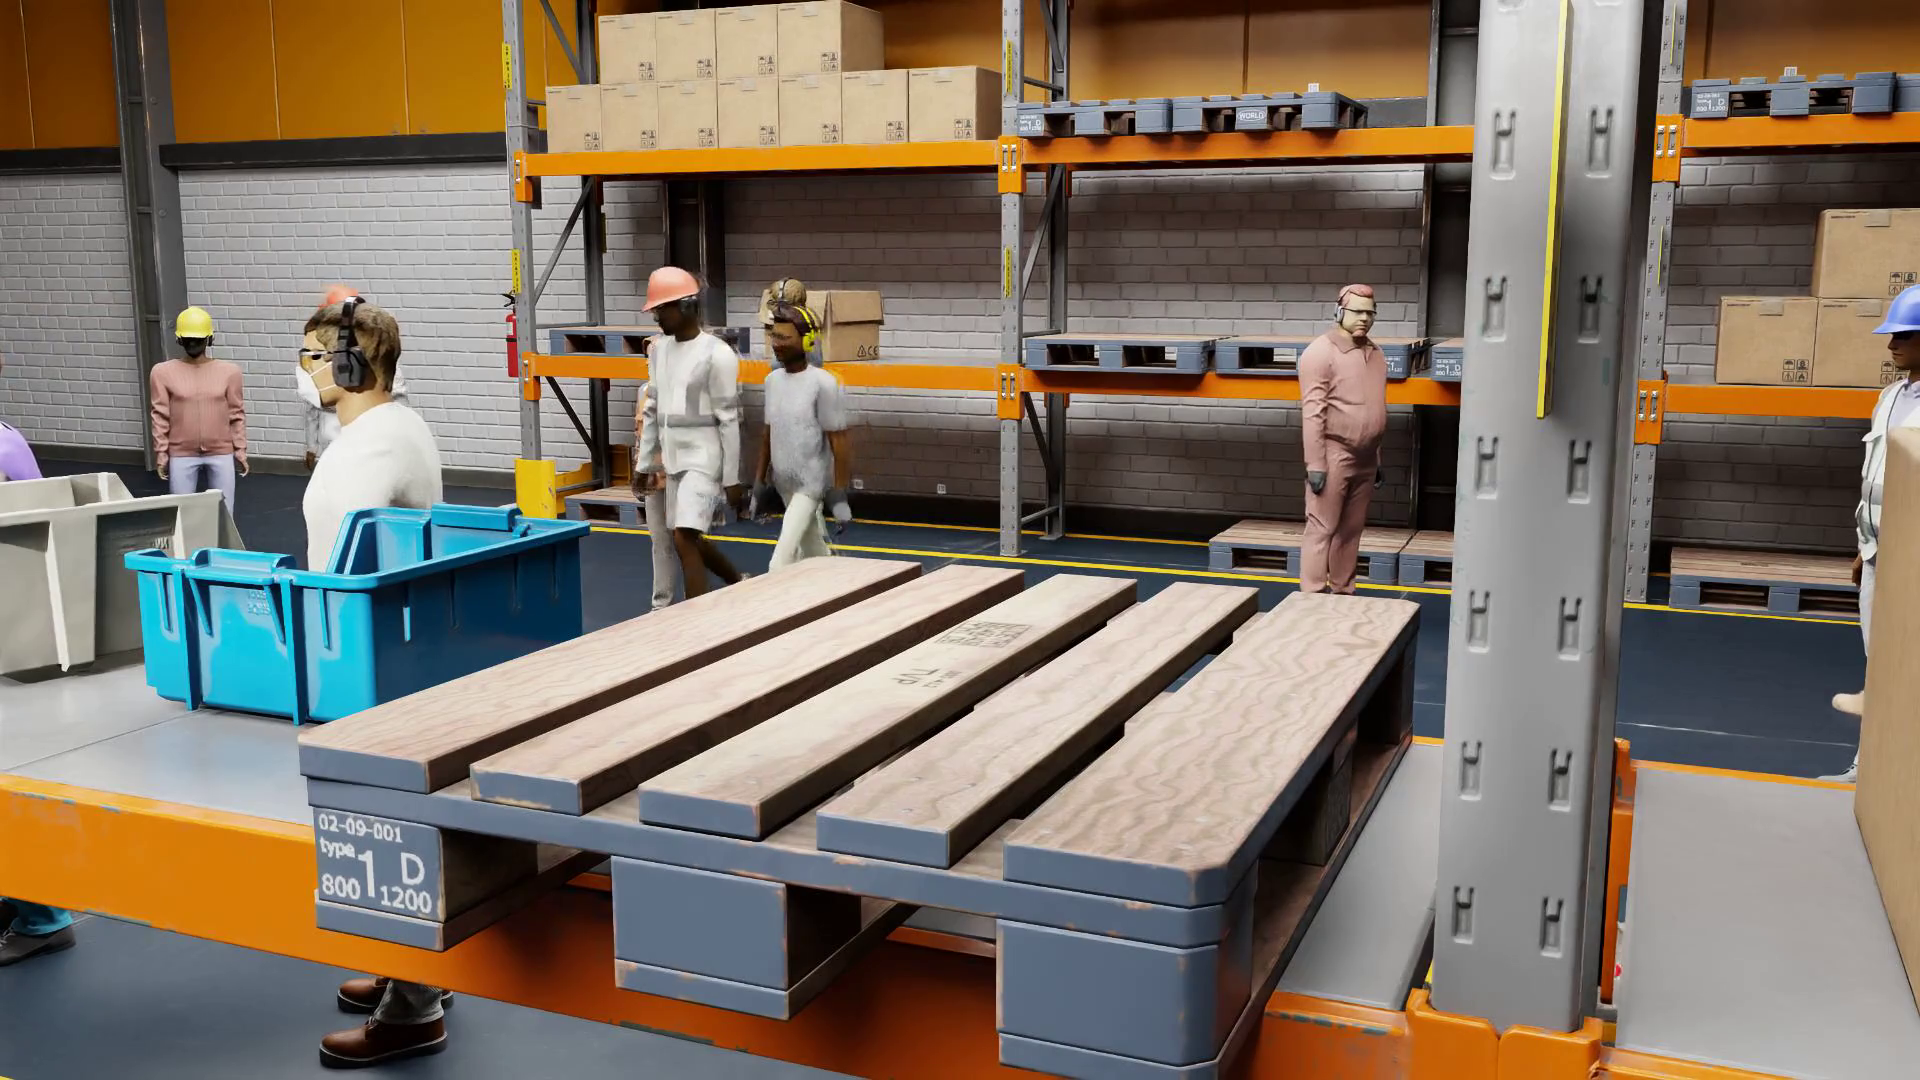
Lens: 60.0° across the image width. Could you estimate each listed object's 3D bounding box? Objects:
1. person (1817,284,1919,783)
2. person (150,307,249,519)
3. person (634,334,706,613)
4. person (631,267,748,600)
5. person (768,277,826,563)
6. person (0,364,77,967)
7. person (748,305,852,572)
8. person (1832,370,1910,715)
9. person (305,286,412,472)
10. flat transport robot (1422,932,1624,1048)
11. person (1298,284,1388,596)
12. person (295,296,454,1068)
[{"bbox_3d":[3.442,0.054,6.022,0.391,1.946,0.615,0,9,-2],"label":"person"},{"bbox_3d":[-4.517,-0.499,9.913,0.524,1.760,0.328,-6,11,-31],"label":"person"},{"bbox_3d":[-1.585,-0.306,9.108,0.523,1.638,0.309,7,12,38],"label":"person"},{"bbox_3d":[-1.313,-0.399,8.591,0.842,2.008,0.615,-9,13,-43],"label":"person"},{"bbox_3d":[-0.974,-0.596,9.957,0.376,1.937,0.629,-1,10,-5],"label":"person"},{"bbox_3d":[-2.791,0.305,4.835,0.377,1.841,0.570,-6,11,-32],"label":"person"},{"bbox_3d":[-0.790,-0.247,8.239,0.998,1.822,0.525,-8,13,-41],"label":"person"},{"bbox_3d":[4.246,-0.086,7.232,0.617,1.826,0.645,9,13,42],"label":"person"},{"bbox_3d":[-3.669,-0.623,10.286,0.645,1.867,0.920,-8,12,-39],"label":"person"},{"bbox_3d":[1.822,1.191,4.227,1.431,0.197,0.652,2,10,10],"label":"flat transport robot"},{"bbox_3d":[2.117,-0.432,9.076,0.641,1.904,0.401,-8,12,-40],"label":"person"},{"bbox_3d":[-1.482,0.357,4.241,0.372,1.940,0.630,-2,10,-10],"label":"person"}]
